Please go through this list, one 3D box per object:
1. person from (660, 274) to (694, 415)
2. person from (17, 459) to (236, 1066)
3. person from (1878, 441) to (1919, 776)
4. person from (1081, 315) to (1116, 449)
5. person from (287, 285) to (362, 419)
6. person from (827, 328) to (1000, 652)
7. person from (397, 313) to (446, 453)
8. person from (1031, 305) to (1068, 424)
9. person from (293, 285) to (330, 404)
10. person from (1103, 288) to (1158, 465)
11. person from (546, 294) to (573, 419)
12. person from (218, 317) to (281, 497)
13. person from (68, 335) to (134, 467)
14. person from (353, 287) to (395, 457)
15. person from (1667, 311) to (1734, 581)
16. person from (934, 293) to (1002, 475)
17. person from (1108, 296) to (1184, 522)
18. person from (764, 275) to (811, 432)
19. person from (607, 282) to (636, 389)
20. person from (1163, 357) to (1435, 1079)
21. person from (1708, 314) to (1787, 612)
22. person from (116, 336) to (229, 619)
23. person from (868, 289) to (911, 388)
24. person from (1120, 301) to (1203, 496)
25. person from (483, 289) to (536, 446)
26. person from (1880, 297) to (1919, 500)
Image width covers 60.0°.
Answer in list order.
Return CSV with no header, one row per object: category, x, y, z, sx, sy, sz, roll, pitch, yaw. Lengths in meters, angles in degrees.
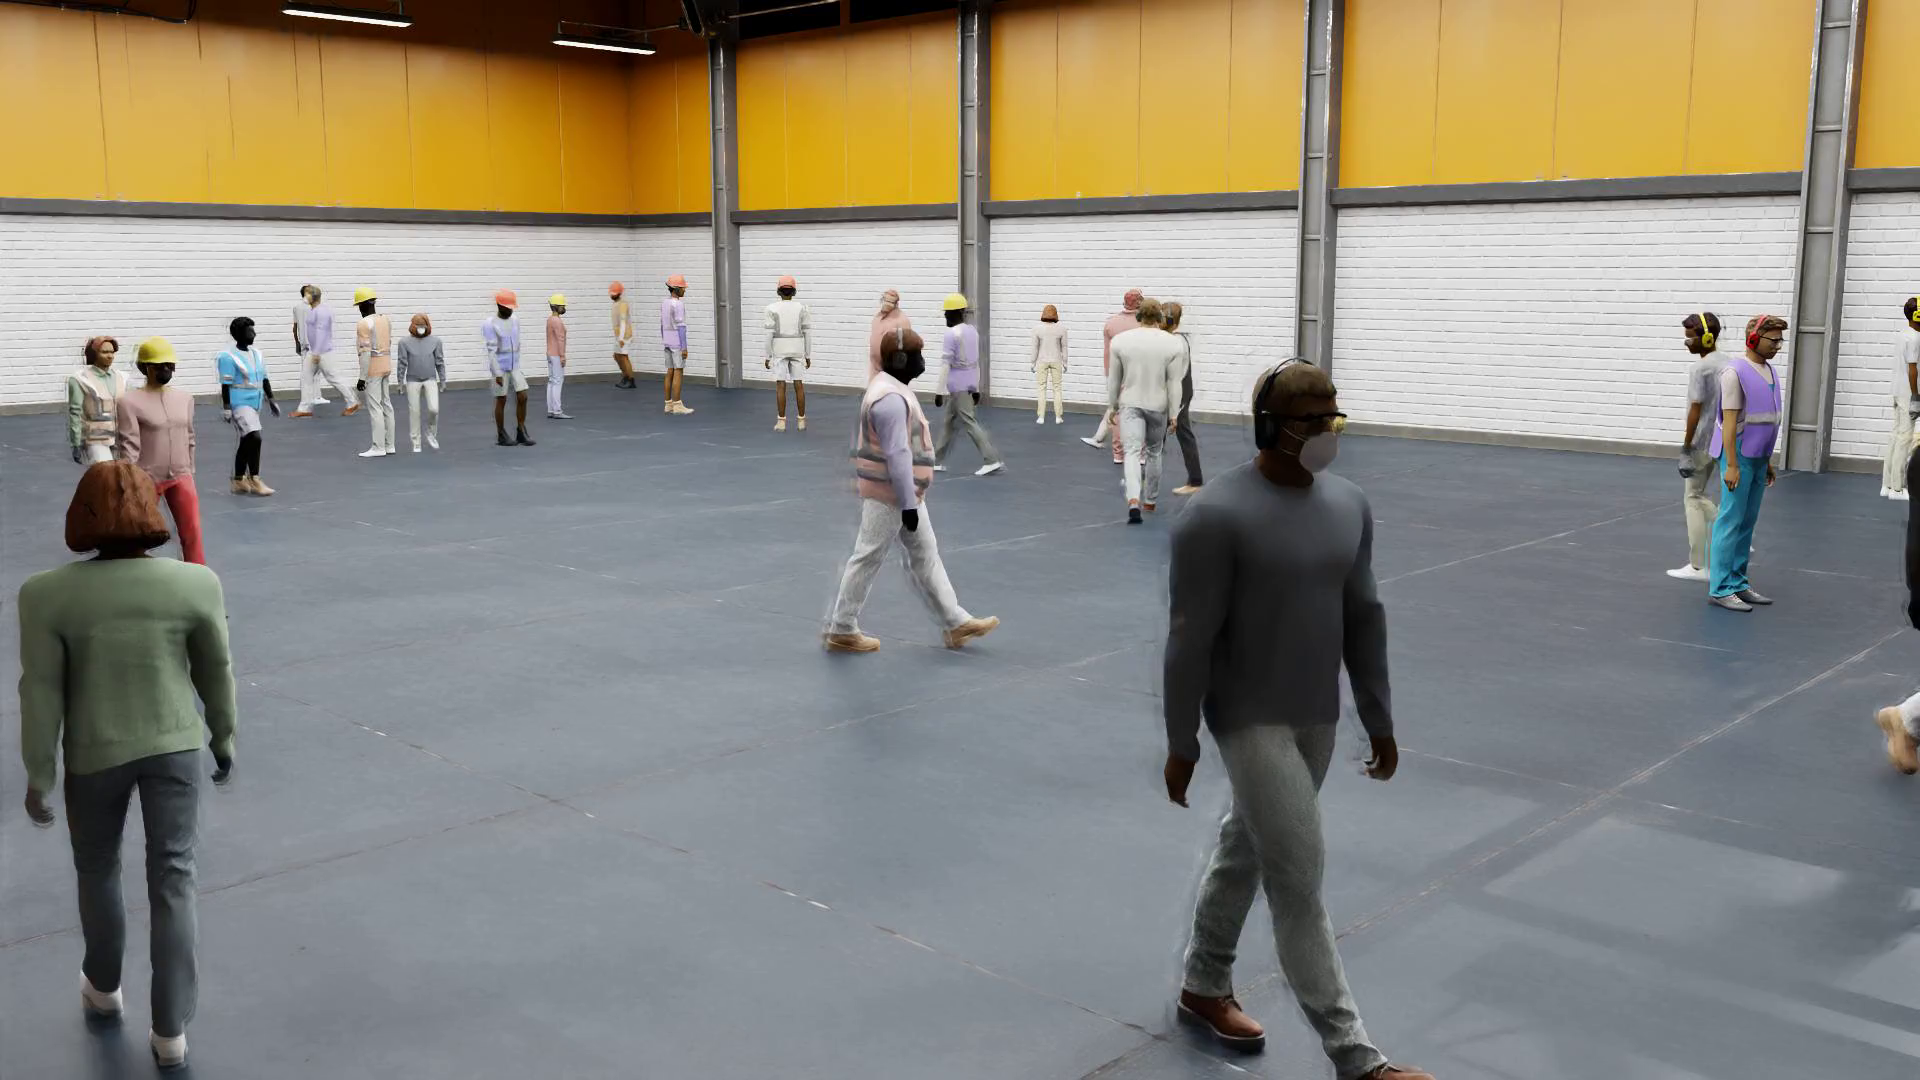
person,-4.127,-2.850,24.277,0.391,2.040,0.615,-7,11,-35
person,-2.283,0.577,4.574,0.534,1.603,0.752,-6,11,-32
person,3.979,0.160,6.535,0.632,1.815,0.799,-3,10,-19
person,1.914,-1.829,19.454,0.907,1.580,0.575,3,10,18
person,-9.054,-2.668,23.638,0.991,1.903,0.640,-8,12,-40
person,-0.288,-0.258,9.140,0.979,1.789,0.651,0,9,2
person,-6.212,-1.808,19.192,0.529,1.619,0.396,-4,10,-21
person,1.225,-2.405,22.801,0.508,1.632,0.265,0,9,1
person,-10.223,-3.067,26.147,0.533,1.868,0.310,3,10,18
person,1.879,-1.761,18.015,0.637,1.911,0.403,5,10,26
person,-5.688,-2.593,23.558,0.327,1.765,0.529,-5,11,-30
person,-6.601,-1.240,15.535,0.661,1.676,0.548,2,9,9
person,-6.278,-0.702,12.361,0.560,1.619,0.540,4,10,23
person,-6.633,-1.892,18.788,0.381,1.917,0.586,2,9,10
person,5.045,-0.619,11.220,0.546,1.839,0.455,-7,11,-35
person,0.007,-1.600,17.142,0.999,1.882,0.605,4,10,23
person,1.566,-1.109,14.076,0.632,1.905,1.009,1,9,5
person,-2.254,-2.434,21.726,0.614,2.041,0.392,-3,10,-17
person,-5.987,-3.609,29.390,0.543,1.890,0.563,-5,11,-29
person,0.893,0.493,4.242,0.655,1.888,0.985,-7,12,-37
person,4.915,-0.487,10.414,0.563,1.839,0.389,-8,12,-42
person,-4.910,-0.384,10.183,0.927,1.729,0.532,6,11,33
person,-0.892,-2.184,20.725,0.687,1.879,0.463,8,12,40
person,1.889,-1.311,15.534,0.881,1.805,0.539,1,9,7
person,-5.366,-2.031,19.752,0.651,1.879,0.606,6,11,34
person,8.745,-1.302,15.315,0.328,1.873,0.519,2,10,15
